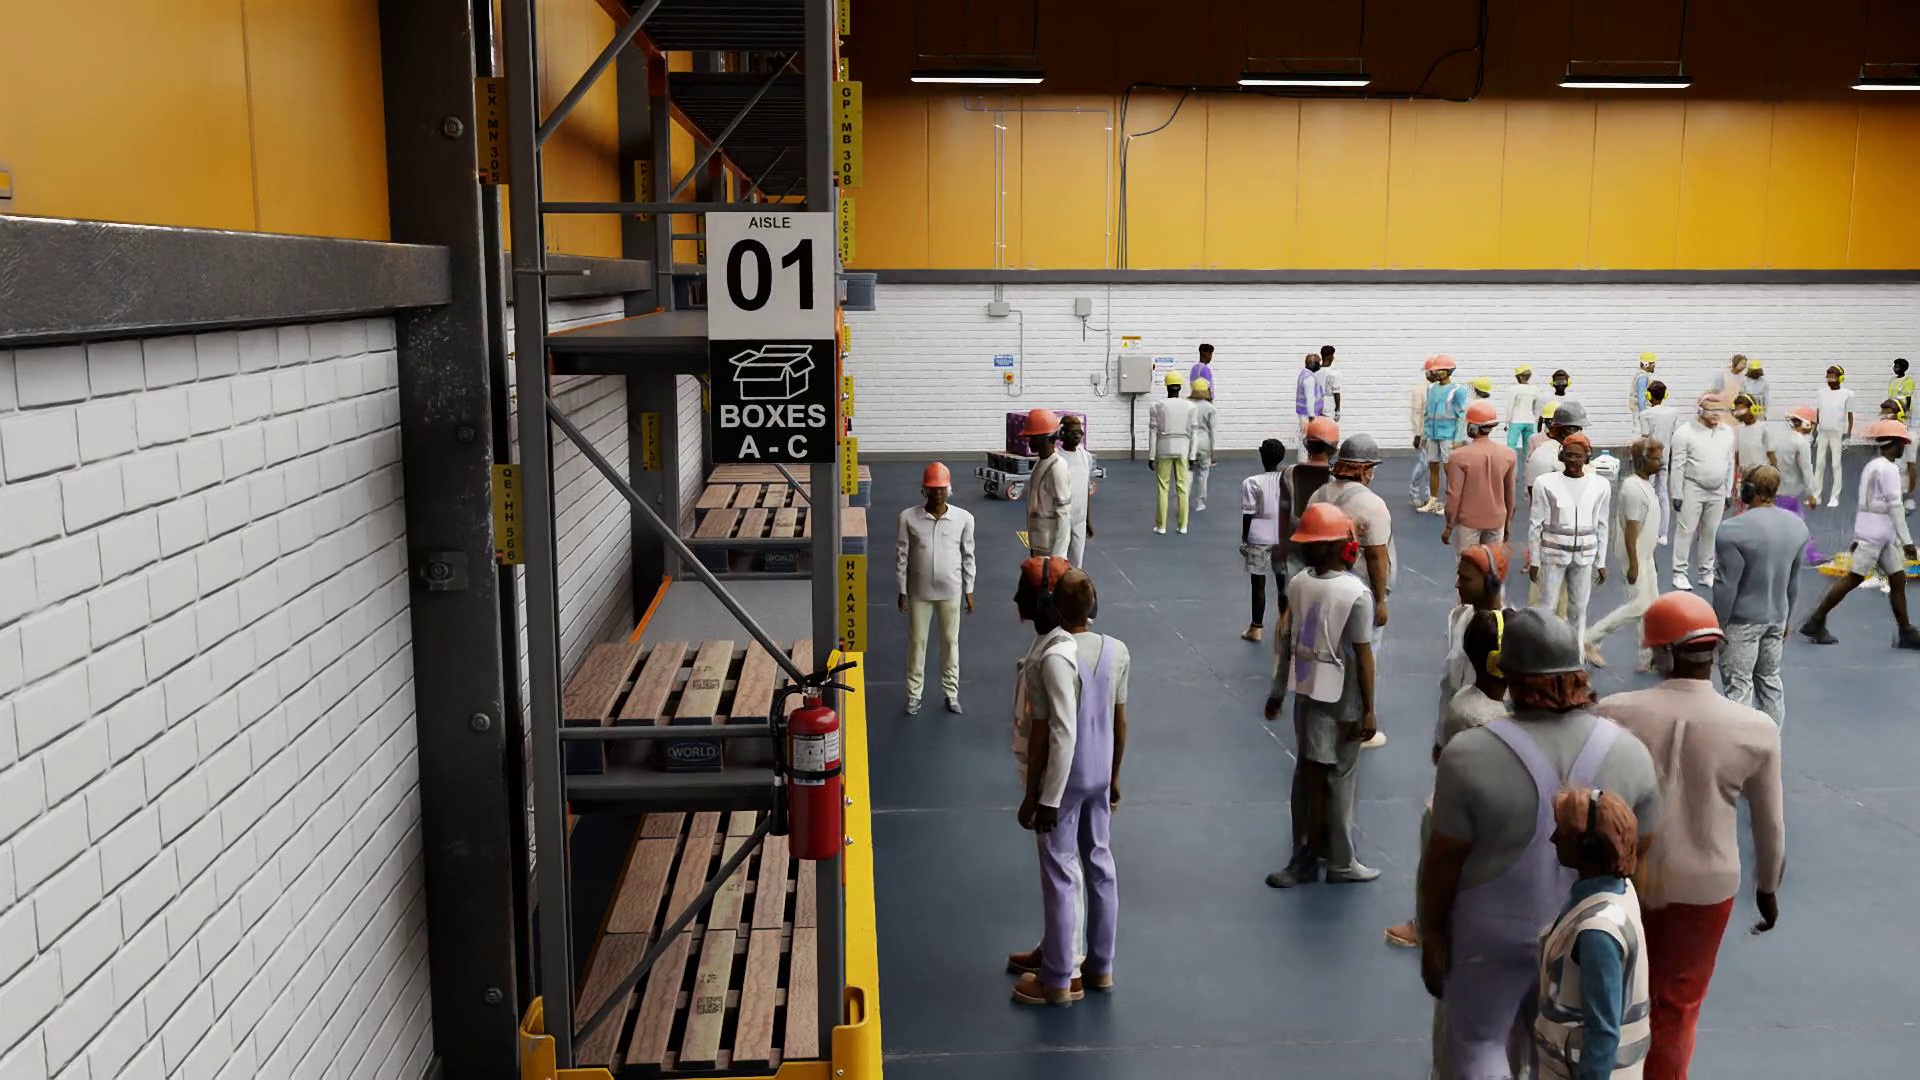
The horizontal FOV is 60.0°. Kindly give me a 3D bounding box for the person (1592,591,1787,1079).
[{"bbox_3d":[2.482,1.145,5.751,0.656,1.953,0.709,5,10,29],"label":"person"}]

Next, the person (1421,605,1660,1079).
[{"bbox_3d":[1.815,1.183,5.289,0.694,2.000,0.859,0,9,-2],"label":"person"}]

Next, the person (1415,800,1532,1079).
[{"bbox_3d":[1.780,1.357,5.606,0.520,1.581,0.855,2,9,9],"label":"person"}]

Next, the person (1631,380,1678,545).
[{"bbox_3d":[7.790,-0.860,18.677,0.517,1.865,0.327,-3,10,-18],"label":"person"}]

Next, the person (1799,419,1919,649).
[{"bbox_3d":[7.436,-0.046,13.553,1.027,1.870,0.570,4,10,23],"label":"person"}]

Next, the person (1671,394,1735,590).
[{"bbox_3d":[7.179,-0.459,16.058,0.635,1.899,0.401,-2,9,-10],"label":"person"}]

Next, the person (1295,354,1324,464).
[{"bbox_3d":[5.385,-1.949,25.625,0.430,1.838,0.632,1,9,6],"label":"person"}]

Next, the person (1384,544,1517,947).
[{"bbox_3d":[2.439,0.918,7.638,1.011,1.833,0.574,-3,9,-16],"label":"person"}]

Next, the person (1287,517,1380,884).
[{"bbox_3d":[1.852,0.798,8.338,0.390,1.840,0.565,-5,11,-31],"label":"person"}]

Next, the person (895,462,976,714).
[{"bbox_3d":[-0.171,0.333,11.512,0.561,1.755,0.321,-1,9,-4],"label":"person"}]

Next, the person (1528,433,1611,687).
[{"bbox_3d":[4.479,0.153,12.255,0.576,1.882,0.355,0,9,2],"label":"person"}]

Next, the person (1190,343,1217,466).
[{"bbox_3d":[3.873,-2.157,26.545,0.372,1.951,0.603,-3,9,-15],"label":"person"}]

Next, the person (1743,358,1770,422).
[{"bbox_3d":[12.567,-2.027,26.427,0.492,1.728,0.596,2,9,15],"label":"person"}]

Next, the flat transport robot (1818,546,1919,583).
[{"bbox_3d":[9.420,0.234,16.784,1.431,0.197,0.652,-5,10,-28],"label":"flat transport robot"}]

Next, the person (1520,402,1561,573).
[{"bbox_3d":[5.961,-0.515,16.810,0.523,1.769,0.315,6,11,34],"label":"person"}]

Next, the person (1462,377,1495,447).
[{"bbox_3d":[6.738,-1.276,21.695,0.380,1.723,0.566,0,9,-2],"label":"person"}]

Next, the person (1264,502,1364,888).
[{"bbox_3d":[1.776,0.761,8.341,0.485,1.936,0.550,-3,10,-20],"label":"person"}]

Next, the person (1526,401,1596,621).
[{"bbox_3d":[4.879,-0.102,13.355,0.681,2.000,0.538,-7,12,-38],"label":"person"}]

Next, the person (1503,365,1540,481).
[{"bbox_3d":[8.131,-1.662,24.135,0.736,1.731,0.516,-3,10,-19],"label":"person"}]

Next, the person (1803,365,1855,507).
[{"bbox_3d":[11.416,-1.358,21.804,0.331,1.865,0.519,-7,11,-37],"label":"person"}]

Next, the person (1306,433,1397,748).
[{"bbox_3d":[2.561,0.309,10.778,0.535,2.000,0.680,-5,10,-27],"label":"person"}]

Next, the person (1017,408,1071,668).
[{"bbox_3d":[0.633,0.024,12.564,0.384,2.039,0.614,-2,9,-13],"label":"person"}]

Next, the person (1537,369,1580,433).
[{"bbox_3d":[7.467,-1.200,20.787,0.521,1.873,0.335,3,9,16],"label":"person"}]

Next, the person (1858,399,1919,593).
[{"bbox_3d":[8.936,-0.423,15.974,0.342,1.855,0.545,-2,9,-12],"label":"person"}]

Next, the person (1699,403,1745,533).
[{"bbox_3d":[8.602,-0.758,18.492,0.545,1.720,0.930,-2,9,-12],"label":"person"}]

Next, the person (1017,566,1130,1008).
[{"bbox_3d":[0.468,1.019,6.934,0.514,1.843,0.339,-6,11,-34],"label":"person"}]

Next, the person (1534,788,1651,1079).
[{"bbox_3d":[1.747,1.488,4.628,0.310,1.638,0.523,4,10,21],"label":"person"}]

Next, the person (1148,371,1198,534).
[{"bbox_3d":[2.491,-1.021,19.531,0.582,1.919,0.398,-2,9,-9],"label":"person"}]

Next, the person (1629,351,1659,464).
[{"bbox_3d":[10.950,-2.112,26.679,0.405,1.824,0.585,3,10,20],"label":"person"}]

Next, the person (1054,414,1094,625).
[{"bbox_3d":[0.939,-0.162,14.346,0.508,1.846,0.345,-6,11,-35],"label":"person"}]

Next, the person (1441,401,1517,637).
[{"bbox_3d":[4.299,-0.151,13.801,0.611,1.997,0.371,-2,9,-10],"label":"person"}]

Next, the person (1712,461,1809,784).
[{"bbox_3d":[4.723,0.494,9.935,0.630,1.940,0.372,-3,10,-21],"label":"person"}]

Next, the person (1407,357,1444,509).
[{"bbox_3d":[6.091,-1.394,21.659,0.627,1.984,0.535,-7,11,-36],"label":"person"}]

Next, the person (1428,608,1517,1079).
[{"bbox_3d":[1.879,1.163,5.962,0.325,1.869,0.521,2,9,9],"label":"person"}]

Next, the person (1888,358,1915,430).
[{"bbox_3d":[15.326,-2.120,27.136,0.321,1.691,0.533,-1,9,-9],"label":"person"}]

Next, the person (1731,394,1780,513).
[{"bbox_3d":[8.047,-0.566,16.898,0.435,1.836,0.560,-2,9,-14],"label":"person"}]

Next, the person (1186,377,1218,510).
[{"bbox_3d":[3.048,-1.223,21.349,0.501,1.729,0.484,4,10,22],"label":"person"}]

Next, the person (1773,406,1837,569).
[{"bbox_3d":[8.567,-0.521,17.072,0.908,1.689,0.594,2,9,12],"label":"person"}]

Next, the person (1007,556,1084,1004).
[{"bbox_3d":[0.379,0.995,6.965,0.358,1.881,0.574,0,9,2],"label":"person"}]

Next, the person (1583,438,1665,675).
[{"bbox_3d":[5.113,0.129,12.598,0.675,1.825,0.526,6,11,31],"label":"person"}]

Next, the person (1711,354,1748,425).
[{"bbox_3d":[12.057,-2.020,26.137,0.542,1.798,0.661,-3,10,-19],"label":"person"}]

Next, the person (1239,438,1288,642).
[{"bbox_3d":[2.560,0.005,13.761,0.535,1.697,0.318,-2,9,-15],"label":"person"}]

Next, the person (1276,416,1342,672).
[{"bbox_3d":[2.644,0.072,12.446,0.629,1.993,1.035,7,11,37],"label":"person"}]

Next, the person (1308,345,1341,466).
[{"bbox_3d":[5.663,-2.059,25.922,0.379,1.958,0.606,-9,13,-44],"label":"person"}]

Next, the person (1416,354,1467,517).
[{"bbox_3d":[6.065,-1.318,20.984,0.373,2.043,0.615,-6,11,-33],"label":"person"}]

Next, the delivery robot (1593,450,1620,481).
[{"bbox_3d":[9.108,-1.021,23.484,0.477,0.478,0.707,4,10,26],"label":"delivery robot"}]
